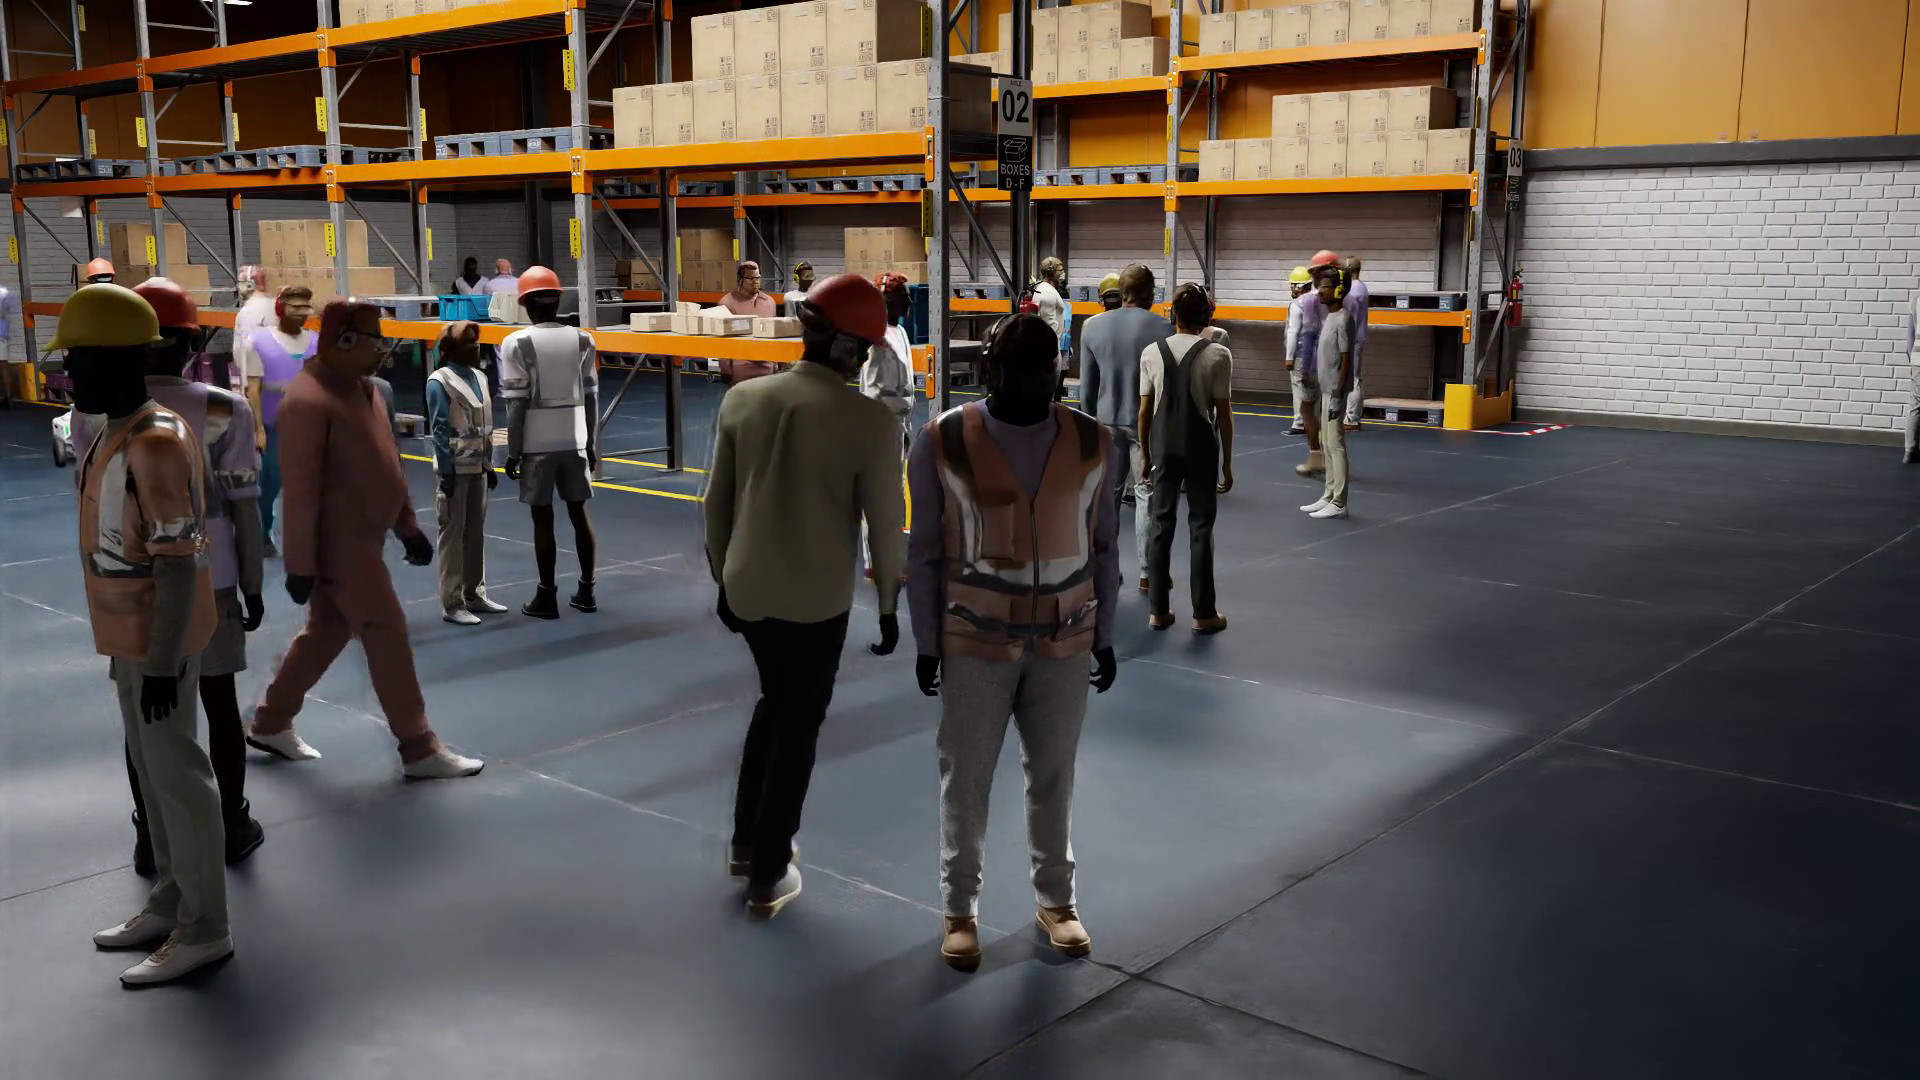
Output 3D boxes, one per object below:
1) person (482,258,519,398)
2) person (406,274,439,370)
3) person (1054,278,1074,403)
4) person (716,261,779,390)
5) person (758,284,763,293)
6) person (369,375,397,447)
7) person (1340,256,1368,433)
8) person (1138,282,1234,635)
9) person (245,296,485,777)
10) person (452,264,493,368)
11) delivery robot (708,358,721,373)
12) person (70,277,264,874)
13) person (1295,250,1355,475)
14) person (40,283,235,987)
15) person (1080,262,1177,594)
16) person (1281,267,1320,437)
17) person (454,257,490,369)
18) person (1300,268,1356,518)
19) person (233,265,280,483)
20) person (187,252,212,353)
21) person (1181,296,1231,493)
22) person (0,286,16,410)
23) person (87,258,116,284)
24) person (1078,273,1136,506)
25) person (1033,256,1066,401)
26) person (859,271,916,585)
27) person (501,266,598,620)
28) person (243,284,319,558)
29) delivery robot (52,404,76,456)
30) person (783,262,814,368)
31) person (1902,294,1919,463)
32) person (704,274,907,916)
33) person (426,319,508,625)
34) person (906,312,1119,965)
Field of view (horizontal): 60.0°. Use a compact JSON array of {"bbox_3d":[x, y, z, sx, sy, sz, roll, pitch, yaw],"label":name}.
[{"bbox_3d":[-6.139,-2.858,22.518,0.676,1.883,0.430,-7,12,-34],"label":"person"},{"bbox_3d":[-8.999,-3.720,27.858,0.557,1.723,0.873,-9,13,-41],"label":"person"},{"bbox_3d":[1.141,-2.276,19.705,0.540,1.698,0.316,-9,13,-41],"label":"person"},{"bbox_3d":[-1.922,-1.598,15.288,0.639,1.900,0.404,-9,13,-41],"label":"person"},{"bbox_3d":[-2.747,-2.727,22.161,0.323,1.741,0.490,7,12,33],"label":"person"},{"bbox_3d":[-3.245,-0.334,8.887,0.403,1.611,0.525,9,14,43],"label":"person"},{"bbox_3d":[4.287,-2.139,18.254,0.354,1.936,0.635,4,11,24],"label":"person"},{"bbox_3d":[1.191,-0.424,8.751,0.514,1.844,0.328,5,11,27],"label":"person"},{"bbox_3d":[-2.379,-0.007,6.394,0.977,1.852,0.621,-1,10,-3],"label":"person"},{"bbox_3d":[-8.178,-3.782,28.077,0.929,1.782,0.702,9,13,40],"label":"person"},{"bbox_3d":[-3.455,-2.664,24.907,0.707,0.478,0.477,9,13,41],"label":"delivery robot"},{"bbox_3d":[-2.563,0.116,5.447,0.538,1.929,0.382,-4,11,-22],"label":"person"},{"bbox_3d":[3.246,-1.561,14.787,0.632,2.006,0.570,-6,12,-30],"label":"person"},{"bbox_3d":[-2.272,0.260,4.626,0.368,1.927,0.589,-7,12,-36],"label":"person"},{"bbox_3d":[1.010,-0.651,9.783,0.633,1.936,0.353,5,11,27],"label":"person"},{"bbox_3d":[3.686,-2.021,17.916,0.404,1.826,0.591,9,13,41],"label":"person"},{"bbox_3d":[-7.961,-3.698,27.288,0.604,1.892,0.877,-2,10,-13],"label":"person"},{"bbox_3d":[2.789,-1.099,12.512,0.327,1.876,0.516,0,10,0],"label":"person"},{"bbox_3d":[-5.874,-1.386,14.129,0.741,1.885,0.653,0,10,-1],"label":"person"},{"bbox_3d":[-10.703,-3.021,22.980,0.688,2.000,0.536,-3,10,-15],"label":"person"},{"bbox_3d":[1.977,-1.195,13.735,0.522,1.636,0.309,4,11,23],"label":"person"},{"bbox_3d":[-12.208,-2.573,20.882,1.002,1.883,0.553,9,13,40],"label":"person"},{"bbox_3d":[-7.726,-1.586,15.135,0.375,1.927,0.543,7,12,34],"label":"person"},{"bbox_3d":[1.195,-1.156,12.973,0.588,1.827,0.404,-3,10,-18],"label":"person"},{"bbox_3d":[0.922,-1.937,17.102,0.372,1.940,0.630,-1,10,-5],"label":"person"},{"bbox_3d":[-0.432,-0.674,10.067,0.360,1.883,0.574,3,10,15],"label":"person"},{"bbox_3d":[-2.255,-0.530,9.128,0.547,1.925,0.391,-8,13,-38],"label":"person"},{"bbox_3d":[-4.302,-0.729,10.626,0.930,1.806,0.574,10,14,44],"label":"person"},{"bbox_3d":[-8.291,-1.035,15.636,0.477,0.478,0.707,-7,12,-36],"label":"delivery robot"},{"bbox_3d":[-1.686,-2.080,18.108,0.328,1.872,0.510,10,14,44],"label":"person"},{"bbox_3d":[9.089,-1.657,15.478,0.384,1.948,0.605,-3,11,-19],"label":"person"},{"bbox_3d":[-0.473,0.170,5.084,0.663,1.944,0.539,5,11,26],"label":"person"},{"bbox_3d":[-2.695,-0.373,9.035,0.307,1.645,0.512,2,10,13],"label":"person"},{"bbox_3d":[0.161,0.283,4.732,0.625,1.847,0.429,-2,10,-12],"label":"person"}]
